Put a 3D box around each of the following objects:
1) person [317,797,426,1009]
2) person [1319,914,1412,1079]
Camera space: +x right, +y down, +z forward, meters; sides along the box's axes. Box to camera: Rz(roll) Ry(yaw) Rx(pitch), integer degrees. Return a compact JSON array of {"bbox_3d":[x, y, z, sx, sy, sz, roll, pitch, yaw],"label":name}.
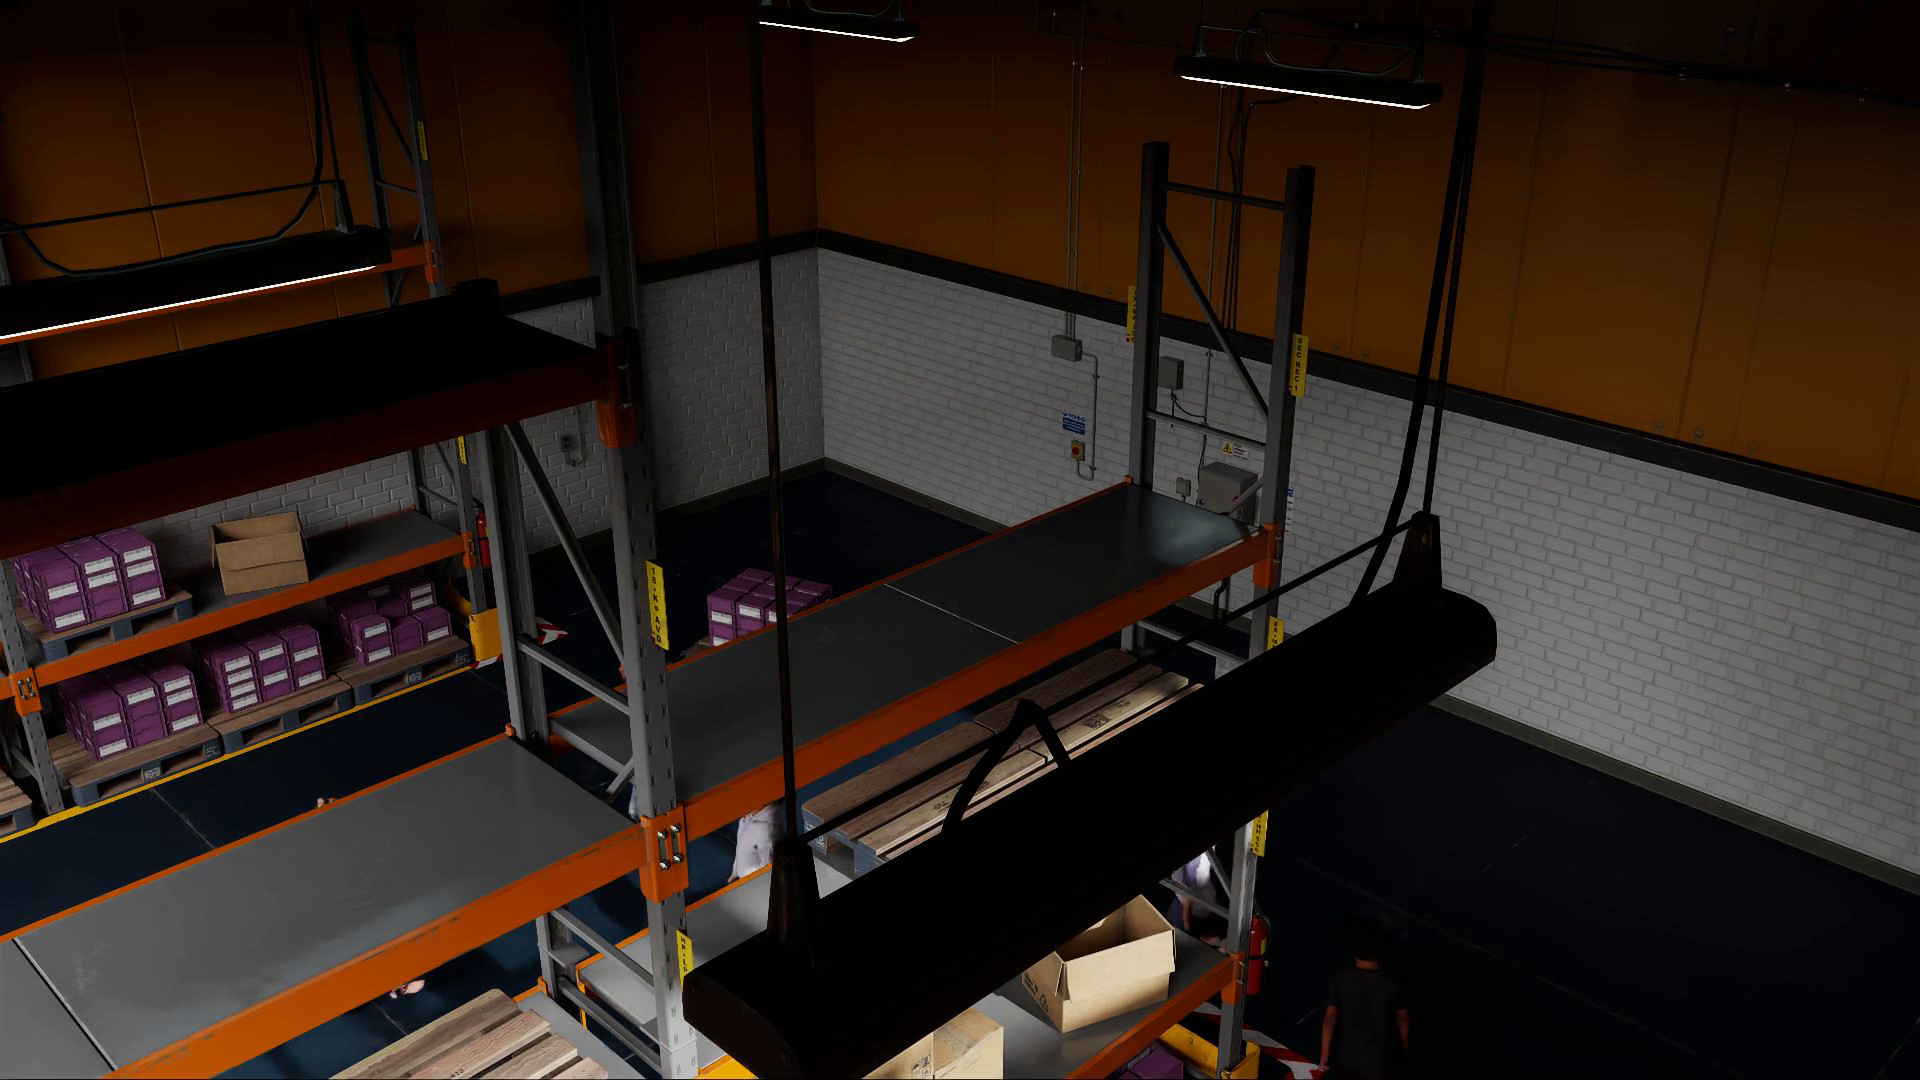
[{"bbox_3d":[-4.195,2.476,11.182,0.905,1.682,0.723,-17,29,-34],"label":"person"},{"bbox_3d":[2.373,3.069,9.775,0.971,1.723,1.219,9,25,20],"label":"person"}]
